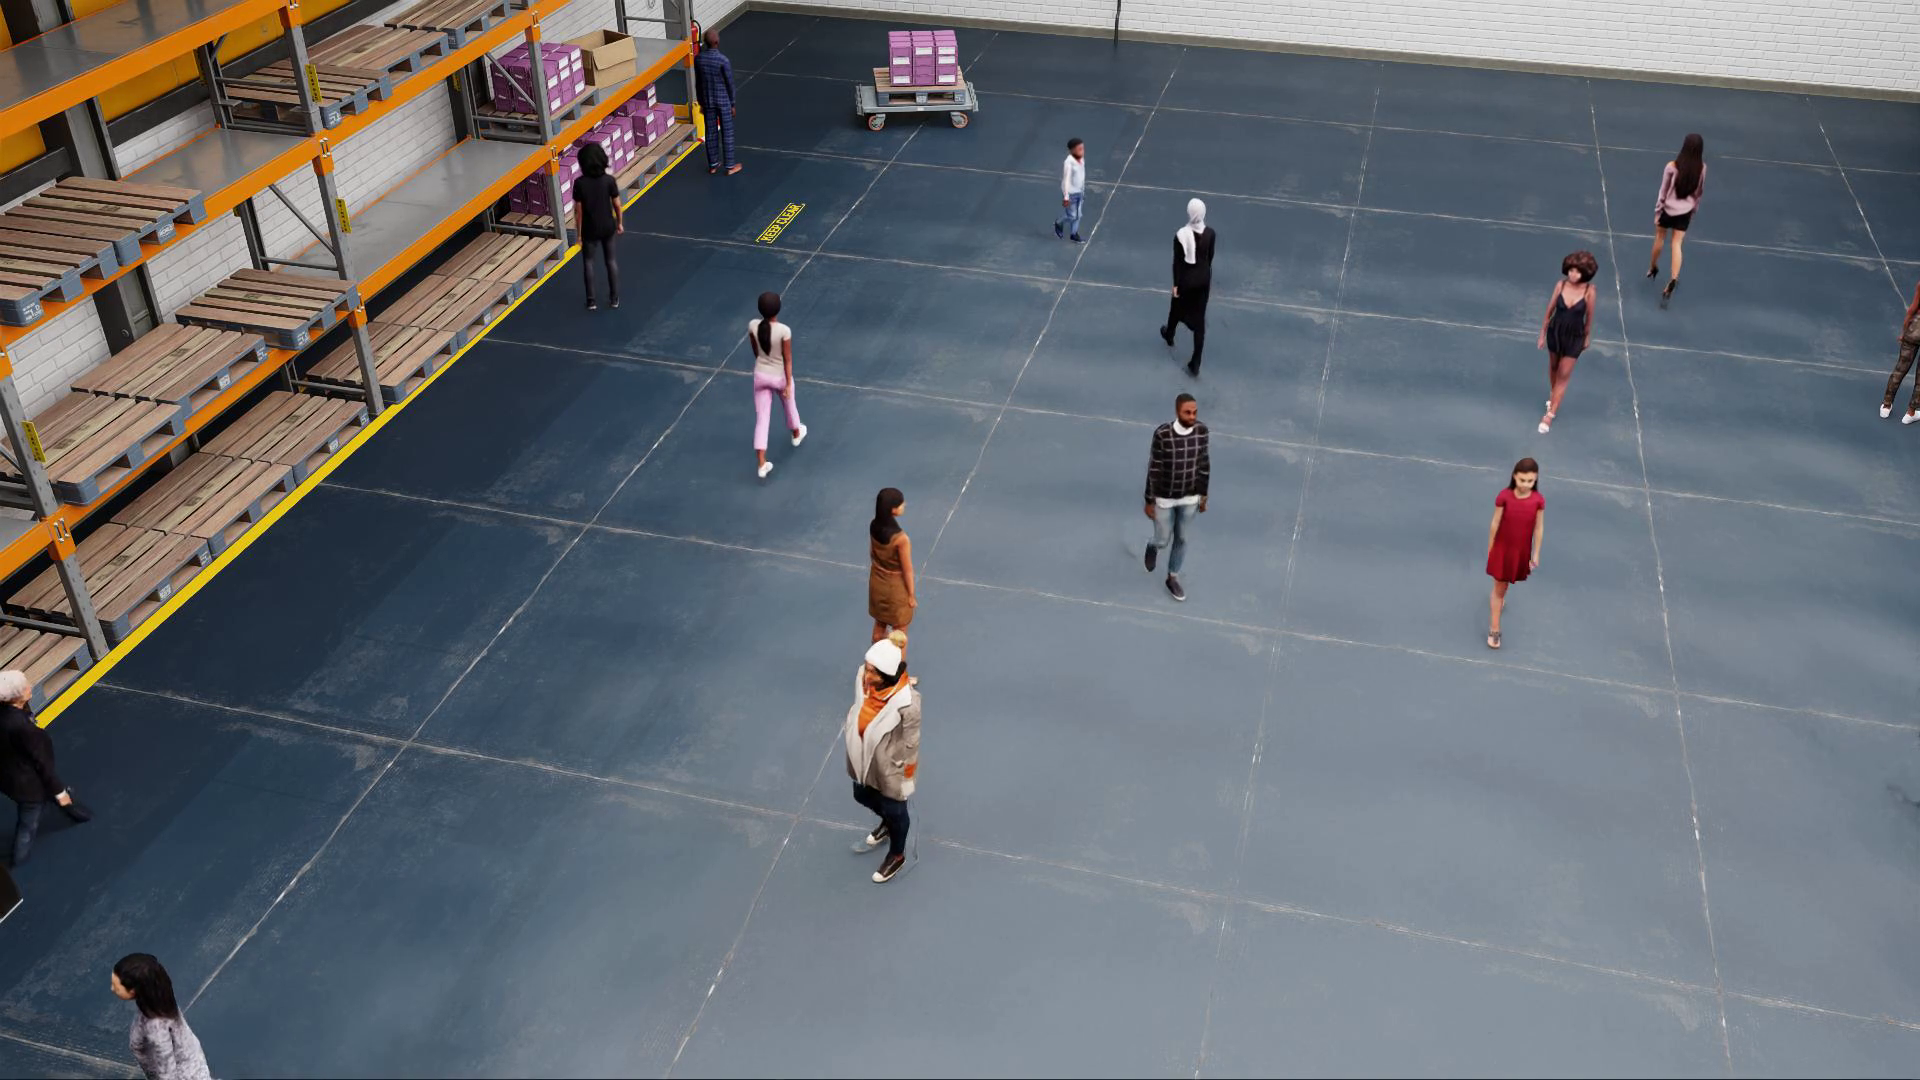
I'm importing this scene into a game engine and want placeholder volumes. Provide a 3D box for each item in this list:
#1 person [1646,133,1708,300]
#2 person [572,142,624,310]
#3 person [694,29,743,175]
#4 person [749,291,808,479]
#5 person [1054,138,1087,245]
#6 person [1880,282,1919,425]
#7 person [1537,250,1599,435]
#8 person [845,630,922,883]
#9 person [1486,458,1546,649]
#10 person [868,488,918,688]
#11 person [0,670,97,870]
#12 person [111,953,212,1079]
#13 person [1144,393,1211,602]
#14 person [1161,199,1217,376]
[{"bbox_3d":[7.711,-3.438,17.861,0.731,1.775,1.140,4,34,6],"label":"person"},{"bbox_3d":[-3.810,-3.291,17.593,0.783,1.825,0.805,-13,36,-18],"label":"person"},{"bbox_3d":[-3.068,-5.524,20.960,0.647,1.818,0.570,7,34,11],"label":"person"},{"bbox_3d":[-1.714,-1.362,14.811,0.564,1.692,1.123,8,34,12],"label":"person"},{"bbox_3d":[1.273,-4.059,19.264,0.694,1.255,0.665,28,43,35],"label":"person"},{"bbox_3d":[9.057,-1.907,15.625,0.657,1.700,0.654,25,41,32],"label":"person"},{"bbox_3d":[5.684,-1.904,15.585,0.806,1.738,1.170,20,38,27],"label":"person"},{"bbox_3d":[-0.459,1.327,10.590,0.910,1.889,0.865,-27,42,-35],"label":"person"},{"bbox_3d":[4.286,0.008,12.895,0.622,1.533,1.033,4,34,6],"label":"person"},{"bbox_3d":[-0.506,0.356,12.232,0.668,1.686,0.645,-27,42,-35],"label":"person"},{"bbox_3d":[-6.164,1.646,10.951,1.258,1.733,1.147,-28,43,-36],"label":"person"},{"bbox_3d":[-3.933,2.768,8.586,1.060,1.705,1.022,-15,36,-21],"label":"person"},{"bbox_3d":[1.688,-0.407,13.268,0.883,1.811,0.966,-8,34,-11],"label":"person"},{"bbox_3d":[2.332,-2.468,16.434,0.924,1.738,1.187,-6,34,-9],"label":"person"}]
